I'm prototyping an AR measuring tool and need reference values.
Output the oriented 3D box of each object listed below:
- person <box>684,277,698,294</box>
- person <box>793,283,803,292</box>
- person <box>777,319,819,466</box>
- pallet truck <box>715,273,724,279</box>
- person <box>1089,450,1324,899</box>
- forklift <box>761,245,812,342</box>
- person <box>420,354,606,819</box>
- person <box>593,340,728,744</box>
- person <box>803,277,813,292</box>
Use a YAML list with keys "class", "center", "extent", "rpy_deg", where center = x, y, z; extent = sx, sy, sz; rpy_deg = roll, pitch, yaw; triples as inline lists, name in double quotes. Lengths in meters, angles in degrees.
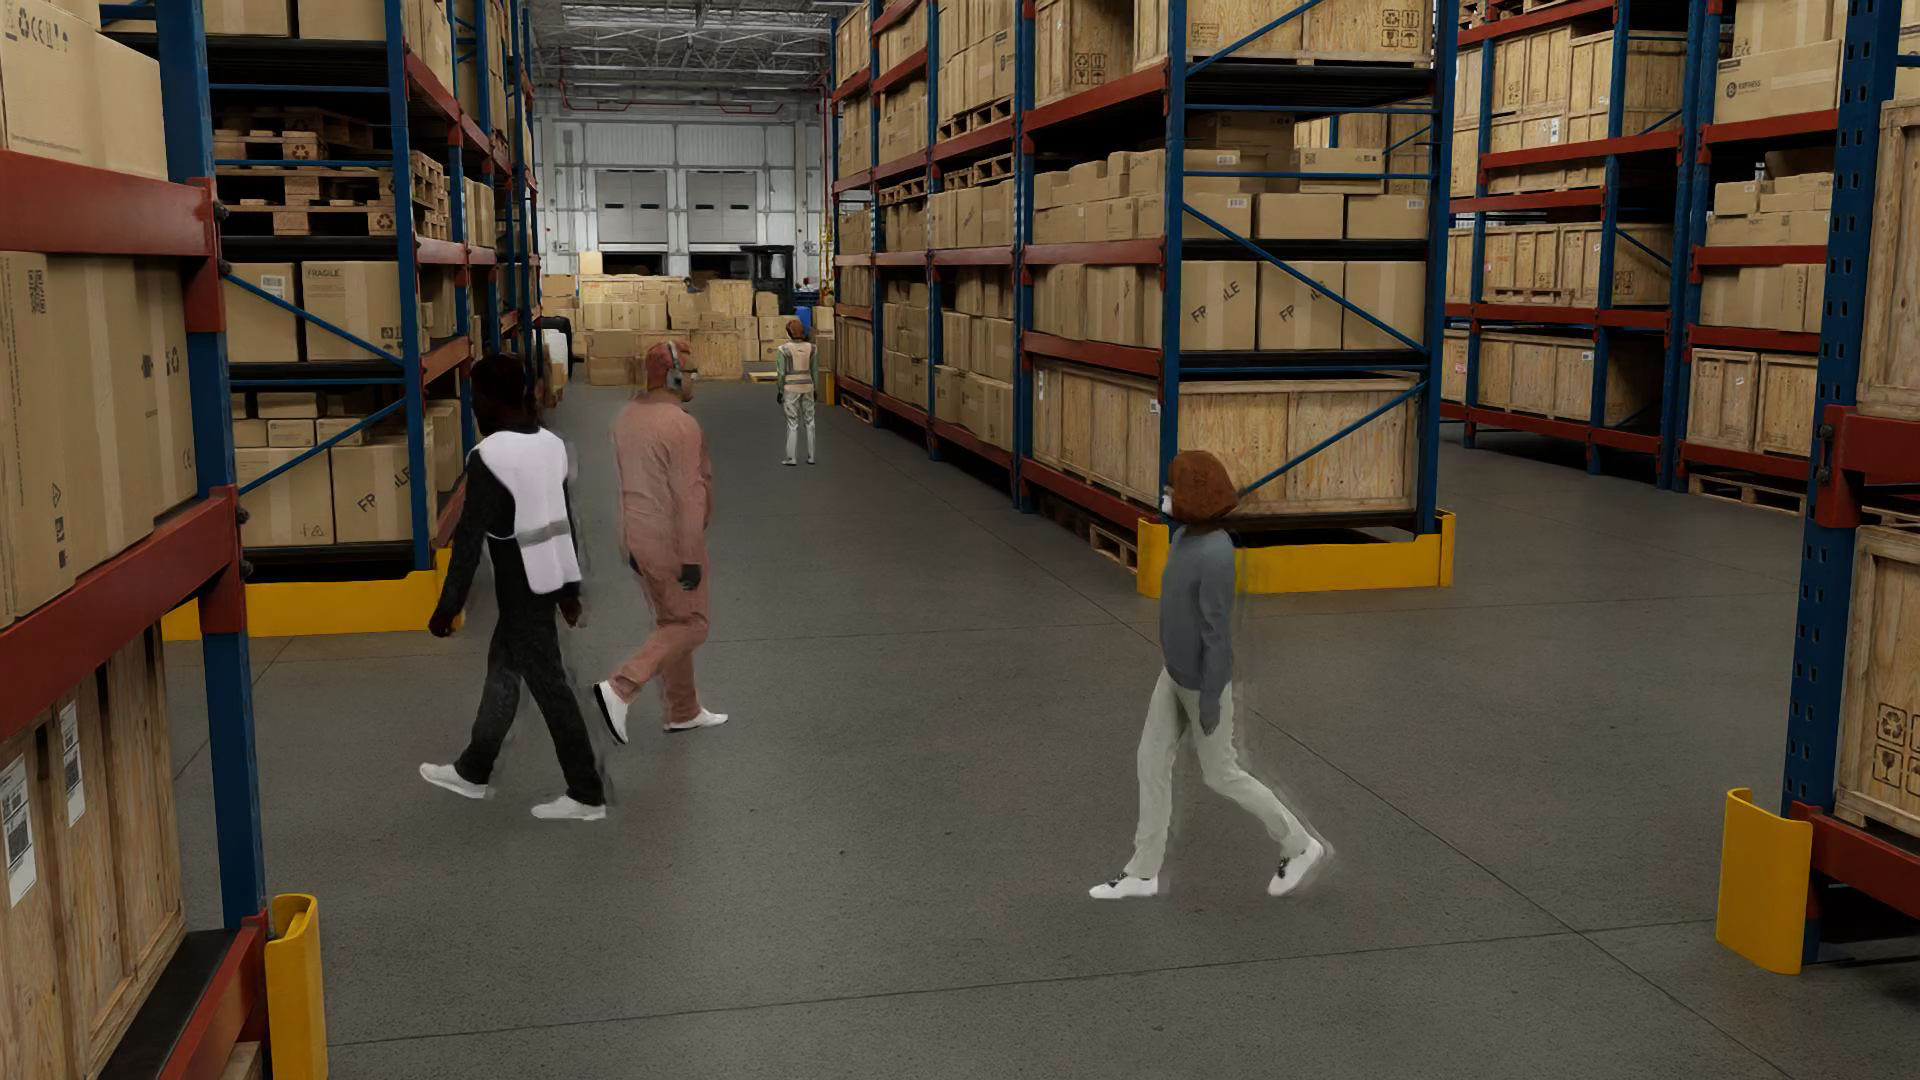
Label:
- class: "person"
  center: [-8.777, -7.572, 53.979]
  extent: [0.651, 1.885, 0.999]
  rpy_deg: [-4, 10, -22]
- class: "person"
  center: [-6.447, -9.556, 67.011]
  extent: [0.512, 1.586, 0.864]
  rpy_deg: [7, 12, 36]
- class: "person"
  center: [-1.814, -1.644, 18.633]
  extent: [0.517, 1.637, 0.309]
  rpy_deg: [-6, 11, -31]
- class: "pallet truck"
  center: [-8.580, -8.986, 62.280]
  extent: [1.885, 1.965, 0.823]
  rpy_deg: [1, 9, 5]
- class: "person"
  center: [0.878, 0.482, 5.770]
  extent: [0.765, 1.608, 0.505]
  rpy_deg: [-2, 9, -9]
- class: "forklift"
  center: [-5.040, -6.785, 46.180]
  extent: [1.129, 2.768, 1.873]
  rpy_deg: [5, 11, 29]
- class: "person"
  center: [-1.867, 0.201, 6.686]
  extent: [0.969, 1.869, 0.598]
  rpy_deg: [2, 9, 10]
- class: "person"
  center: [-1.401, 0.019, 7.734]
  extent: [0.692, 1.888, 0.656]
  rpy_deg: [-7, 12, -38]
- class: "person"
  center: [-5.537, -8.785, 61.555]
  extent: [0.437, 1.851, 0.779]
  rpy_deg: [4, 10, 25]
